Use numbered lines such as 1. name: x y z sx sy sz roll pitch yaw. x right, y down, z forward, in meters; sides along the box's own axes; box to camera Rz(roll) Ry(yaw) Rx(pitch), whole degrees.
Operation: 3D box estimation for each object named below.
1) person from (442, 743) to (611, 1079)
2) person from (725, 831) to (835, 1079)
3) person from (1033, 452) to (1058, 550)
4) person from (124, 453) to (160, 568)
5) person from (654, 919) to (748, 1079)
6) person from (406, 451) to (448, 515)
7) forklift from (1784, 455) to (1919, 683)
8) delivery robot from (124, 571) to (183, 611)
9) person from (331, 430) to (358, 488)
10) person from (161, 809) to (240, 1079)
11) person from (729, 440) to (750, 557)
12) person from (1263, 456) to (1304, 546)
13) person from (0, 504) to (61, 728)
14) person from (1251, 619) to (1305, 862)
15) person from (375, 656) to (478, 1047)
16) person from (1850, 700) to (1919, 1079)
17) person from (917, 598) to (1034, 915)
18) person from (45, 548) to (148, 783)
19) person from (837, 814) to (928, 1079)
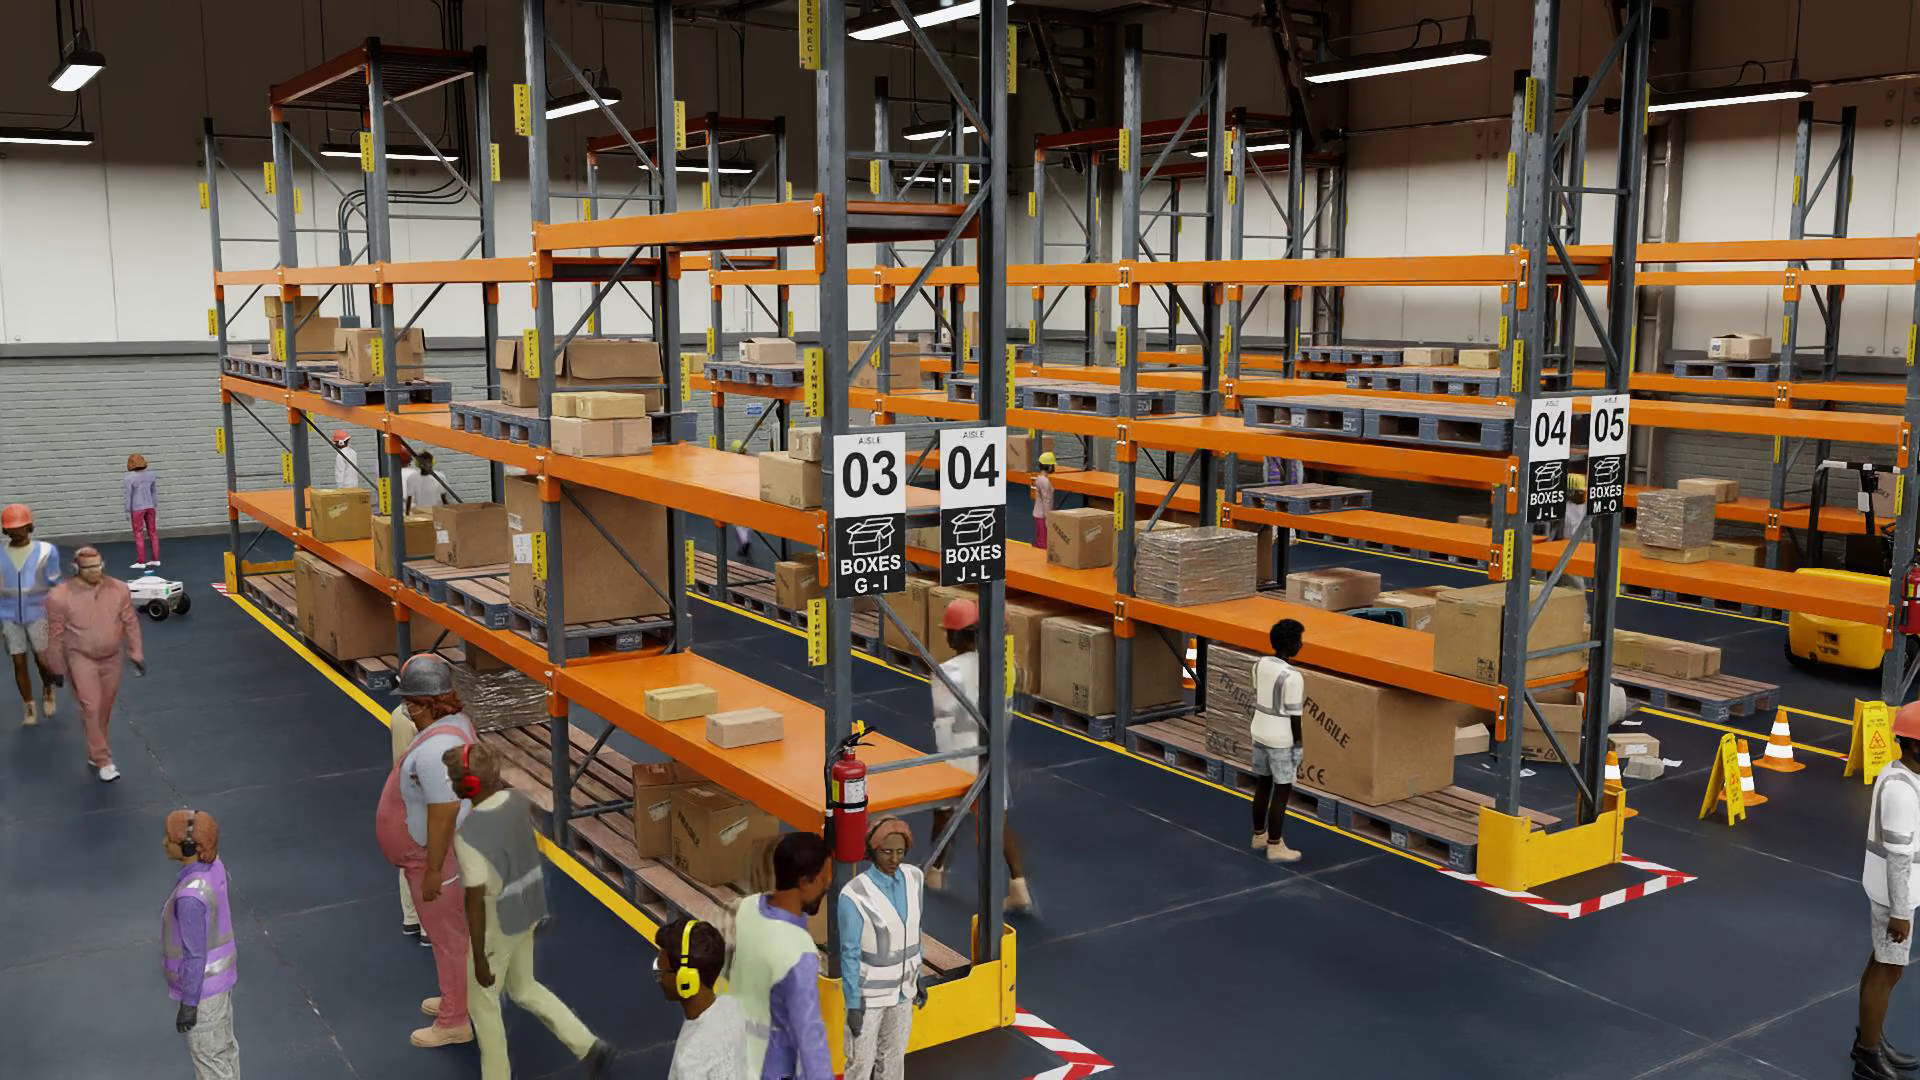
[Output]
1. person: -2.076 1.841 7.878 0.663 1.812 0.605 2 9 15
2. person: -0.621 2.023 6.384 0.706 1.886 0.634 -4 9 -23
3. person: 1.146 -0.303 22.323 0.334 1.757 0.519 -1 9 -4
4. person: -11.557 -0.410 23.479 0.279 1.625 0.493 5 10 28
5. person: -0.852 2.166 5.558 0.328 1.861 0.500 1 9 5
6. person: -6.932 -0.239 21.629 0.589 1.827 0.812 -2 9 -12
7. forklift: 9.643 0.253 17.172 2.313 2.155 1.214 -6 10 -33
8. delivery robot: -9.692 0.613 19.891 0.707 0.478 0.477 1 9 9
9. person: -9.635 -0.856 26.050 0.349 1.743 0.563 0 9 2
10. person: -3.381 1.991 7.423 0.307 1.645 0.514 -2 9 -16
11. person: -3.172 -0.584 24.242 0.531 1.748 0.602 -6 10 -33
12. person: 4.974 -0.832 25.566 0.627 1.844 0.429 4 9 25
13. person: -8.378 0.681 14.881 0.615 2.028 0.421 -3 9 -20
14. person: 2.187 1.369 11.420 0.324 1.685 0.541 -3 9 -20
15. person: -2.764 1.603 8.689 0.536 2.000 0.688 -1 9 -8
16. person: 4.656 1.730 8.189 0.375 1.935 0.550 5 10 29
17. person: 0.081 1.356 10.527 0.625 1.992 1.085 -7 11 -37
18. person: -6.872 0.994 13.343 0.923 1.864 0.641 6 11 36
19. person: -0.338 2.007 7.338 0.314 1.636 0.514 7 11 39
